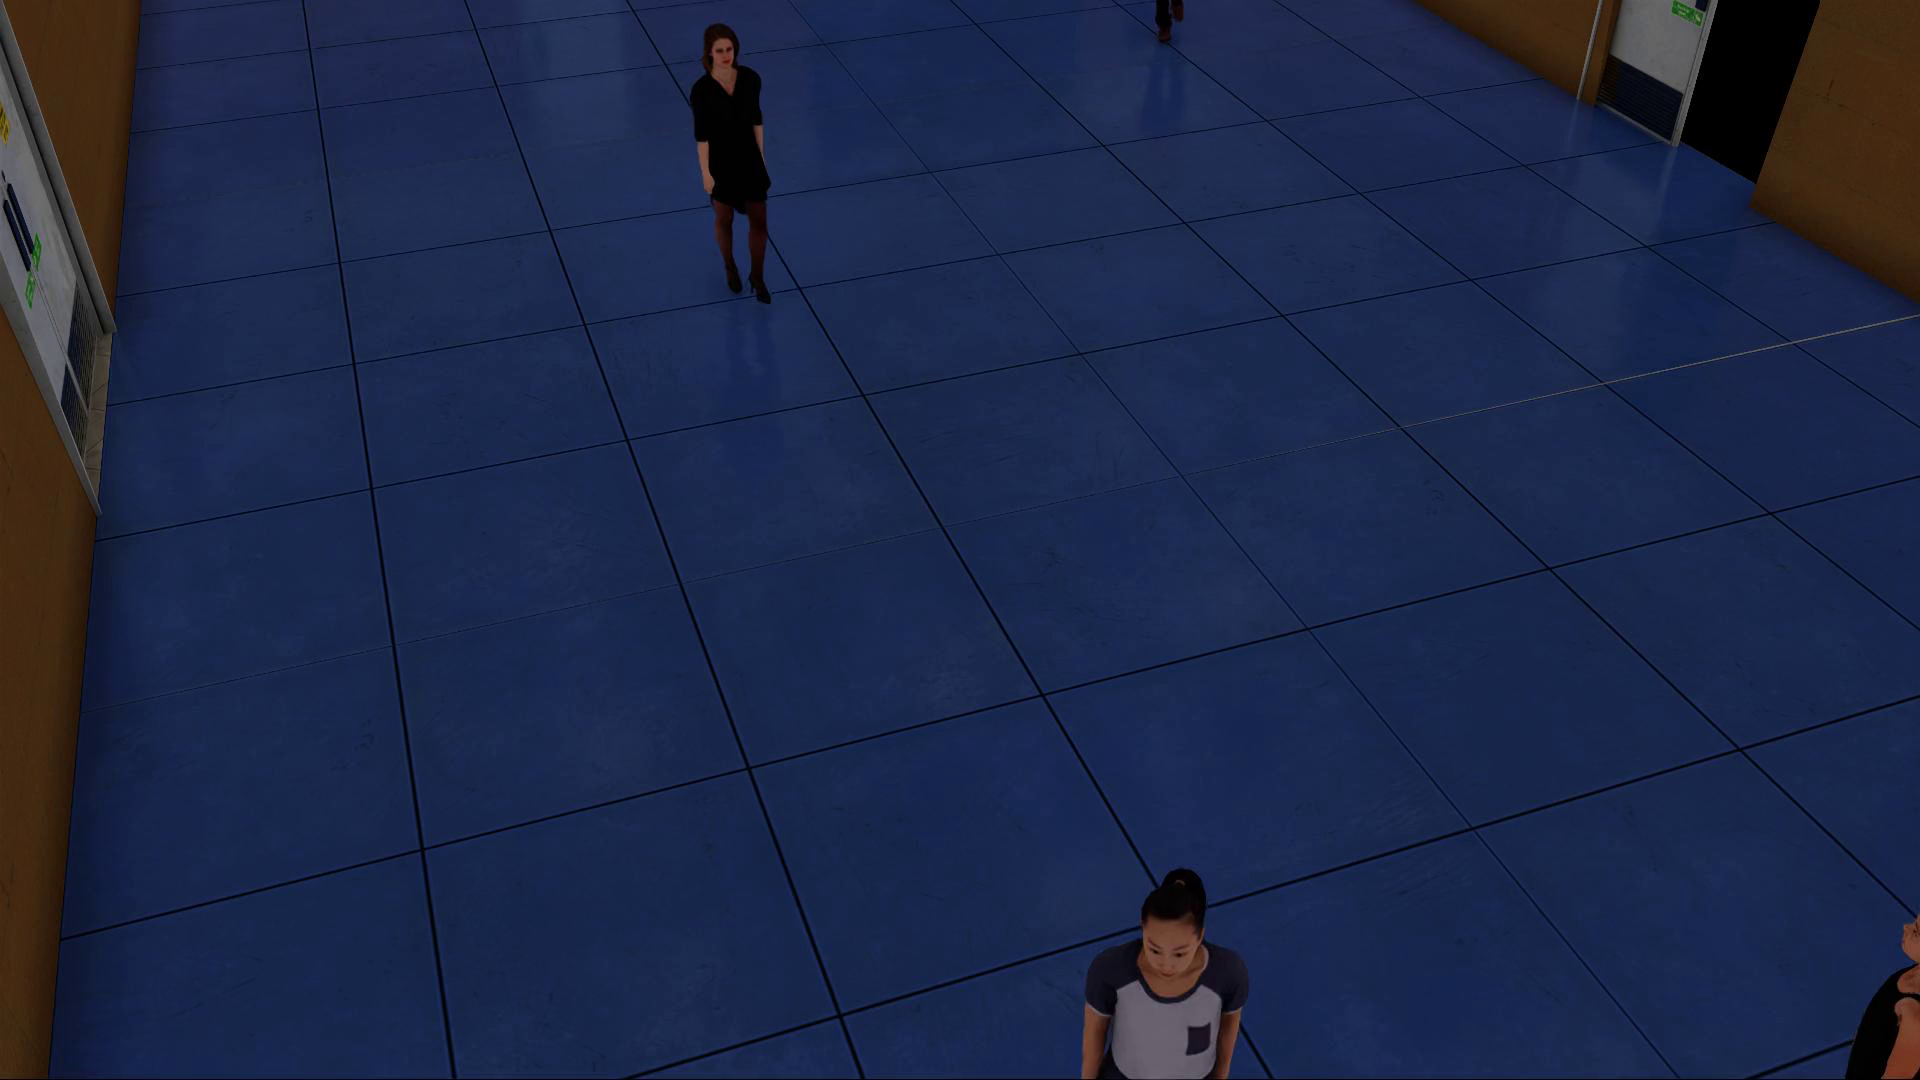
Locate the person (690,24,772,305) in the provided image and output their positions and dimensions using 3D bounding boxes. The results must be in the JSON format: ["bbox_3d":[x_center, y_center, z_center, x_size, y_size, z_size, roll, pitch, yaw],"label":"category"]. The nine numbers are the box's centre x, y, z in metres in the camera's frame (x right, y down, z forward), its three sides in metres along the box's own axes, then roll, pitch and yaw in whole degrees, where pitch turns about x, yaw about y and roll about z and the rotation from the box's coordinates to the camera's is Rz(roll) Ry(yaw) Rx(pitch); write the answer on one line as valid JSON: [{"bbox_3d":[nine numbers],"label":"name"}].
[{"bbox_3d":[-1.384,-2.241,9.830,0.677,1.689,0.700,-17,40,-22],"label":"person"}]

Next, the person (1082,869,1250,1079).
[{"bbox_3d":[0.570,1.533,4.858,0.668,1.636,0.761,5,37,7],"label":"person"}]
